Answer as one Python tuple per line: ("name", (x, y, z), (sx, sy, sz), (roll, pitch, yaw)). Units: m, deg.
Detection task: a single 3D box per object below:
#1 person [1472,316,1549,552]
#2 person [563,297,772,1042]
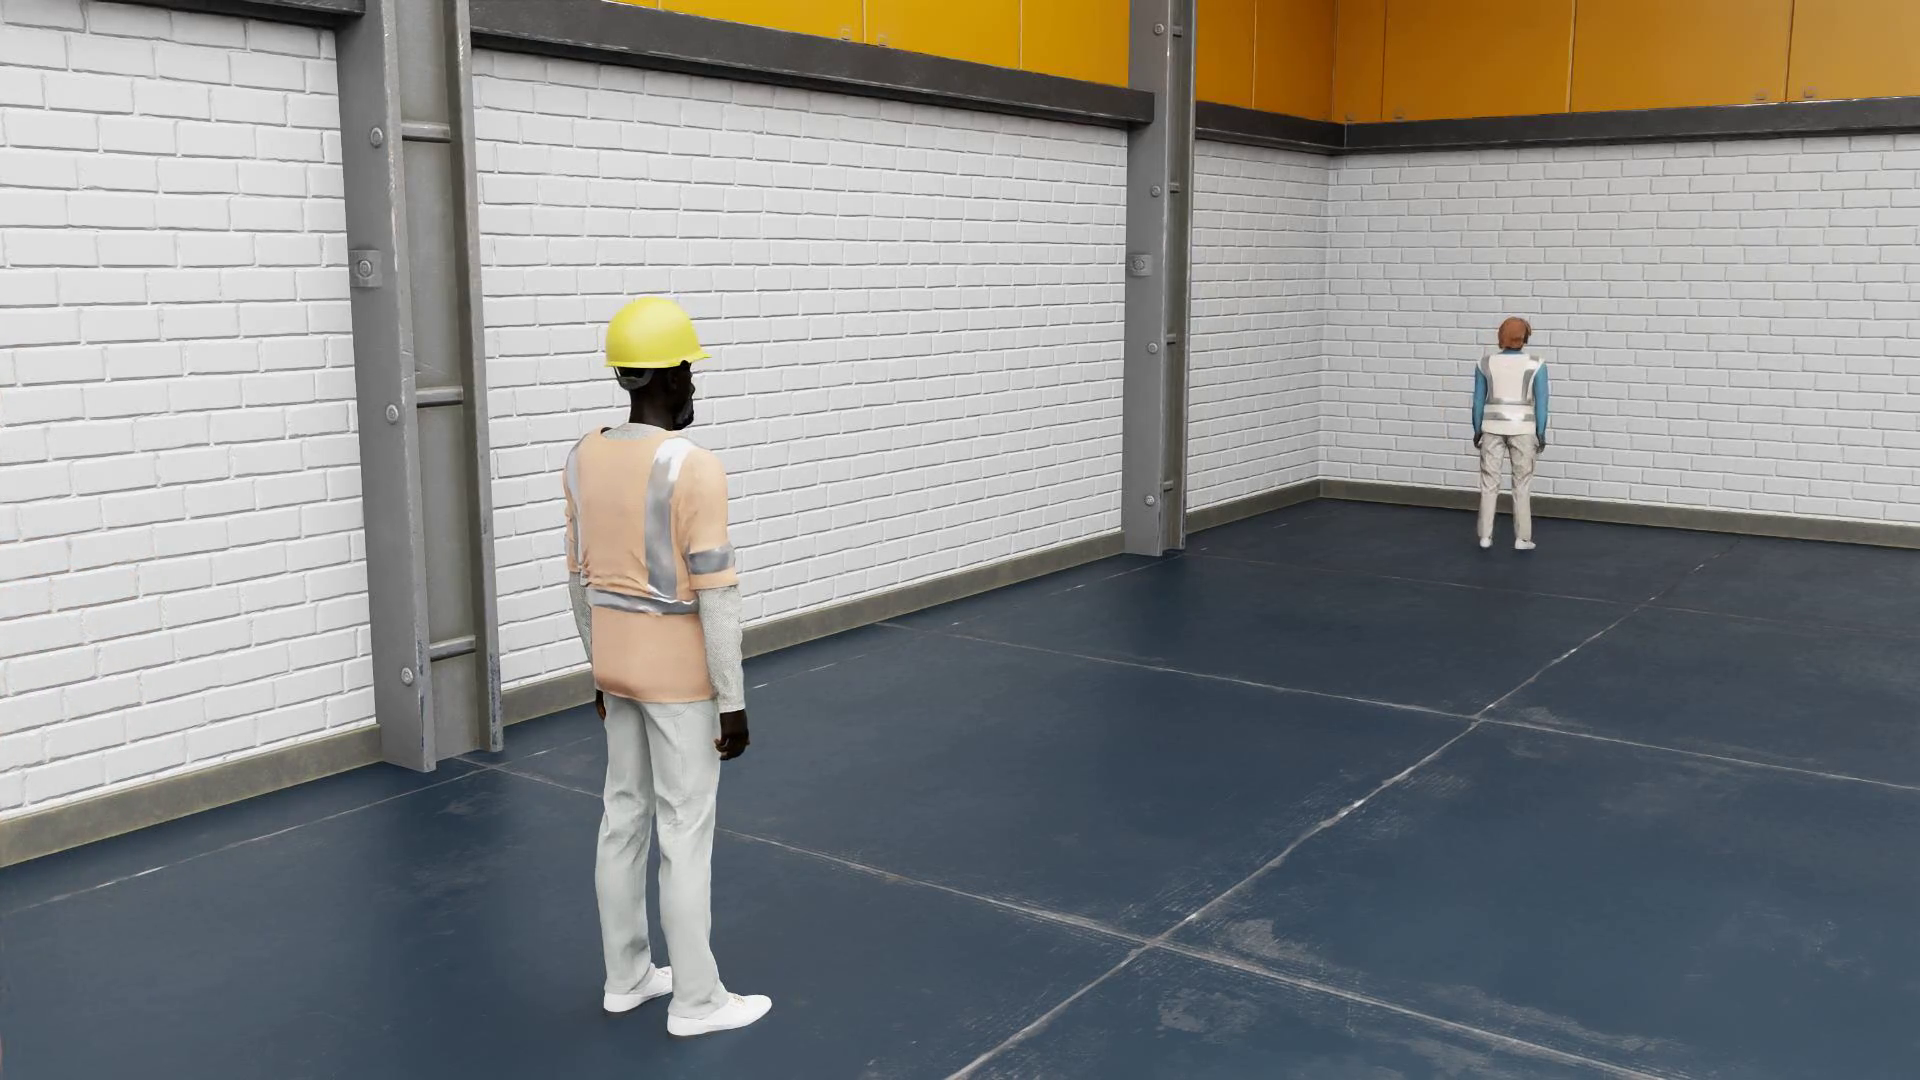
("person", (3.837, -0.736, 11.621), (0.522, 1.637, 0.310), (6, 11, 30))
("person", (-0.776, 0.340, 4.342), (0.588, 1.930, 0.358), (7, 12, 37))
